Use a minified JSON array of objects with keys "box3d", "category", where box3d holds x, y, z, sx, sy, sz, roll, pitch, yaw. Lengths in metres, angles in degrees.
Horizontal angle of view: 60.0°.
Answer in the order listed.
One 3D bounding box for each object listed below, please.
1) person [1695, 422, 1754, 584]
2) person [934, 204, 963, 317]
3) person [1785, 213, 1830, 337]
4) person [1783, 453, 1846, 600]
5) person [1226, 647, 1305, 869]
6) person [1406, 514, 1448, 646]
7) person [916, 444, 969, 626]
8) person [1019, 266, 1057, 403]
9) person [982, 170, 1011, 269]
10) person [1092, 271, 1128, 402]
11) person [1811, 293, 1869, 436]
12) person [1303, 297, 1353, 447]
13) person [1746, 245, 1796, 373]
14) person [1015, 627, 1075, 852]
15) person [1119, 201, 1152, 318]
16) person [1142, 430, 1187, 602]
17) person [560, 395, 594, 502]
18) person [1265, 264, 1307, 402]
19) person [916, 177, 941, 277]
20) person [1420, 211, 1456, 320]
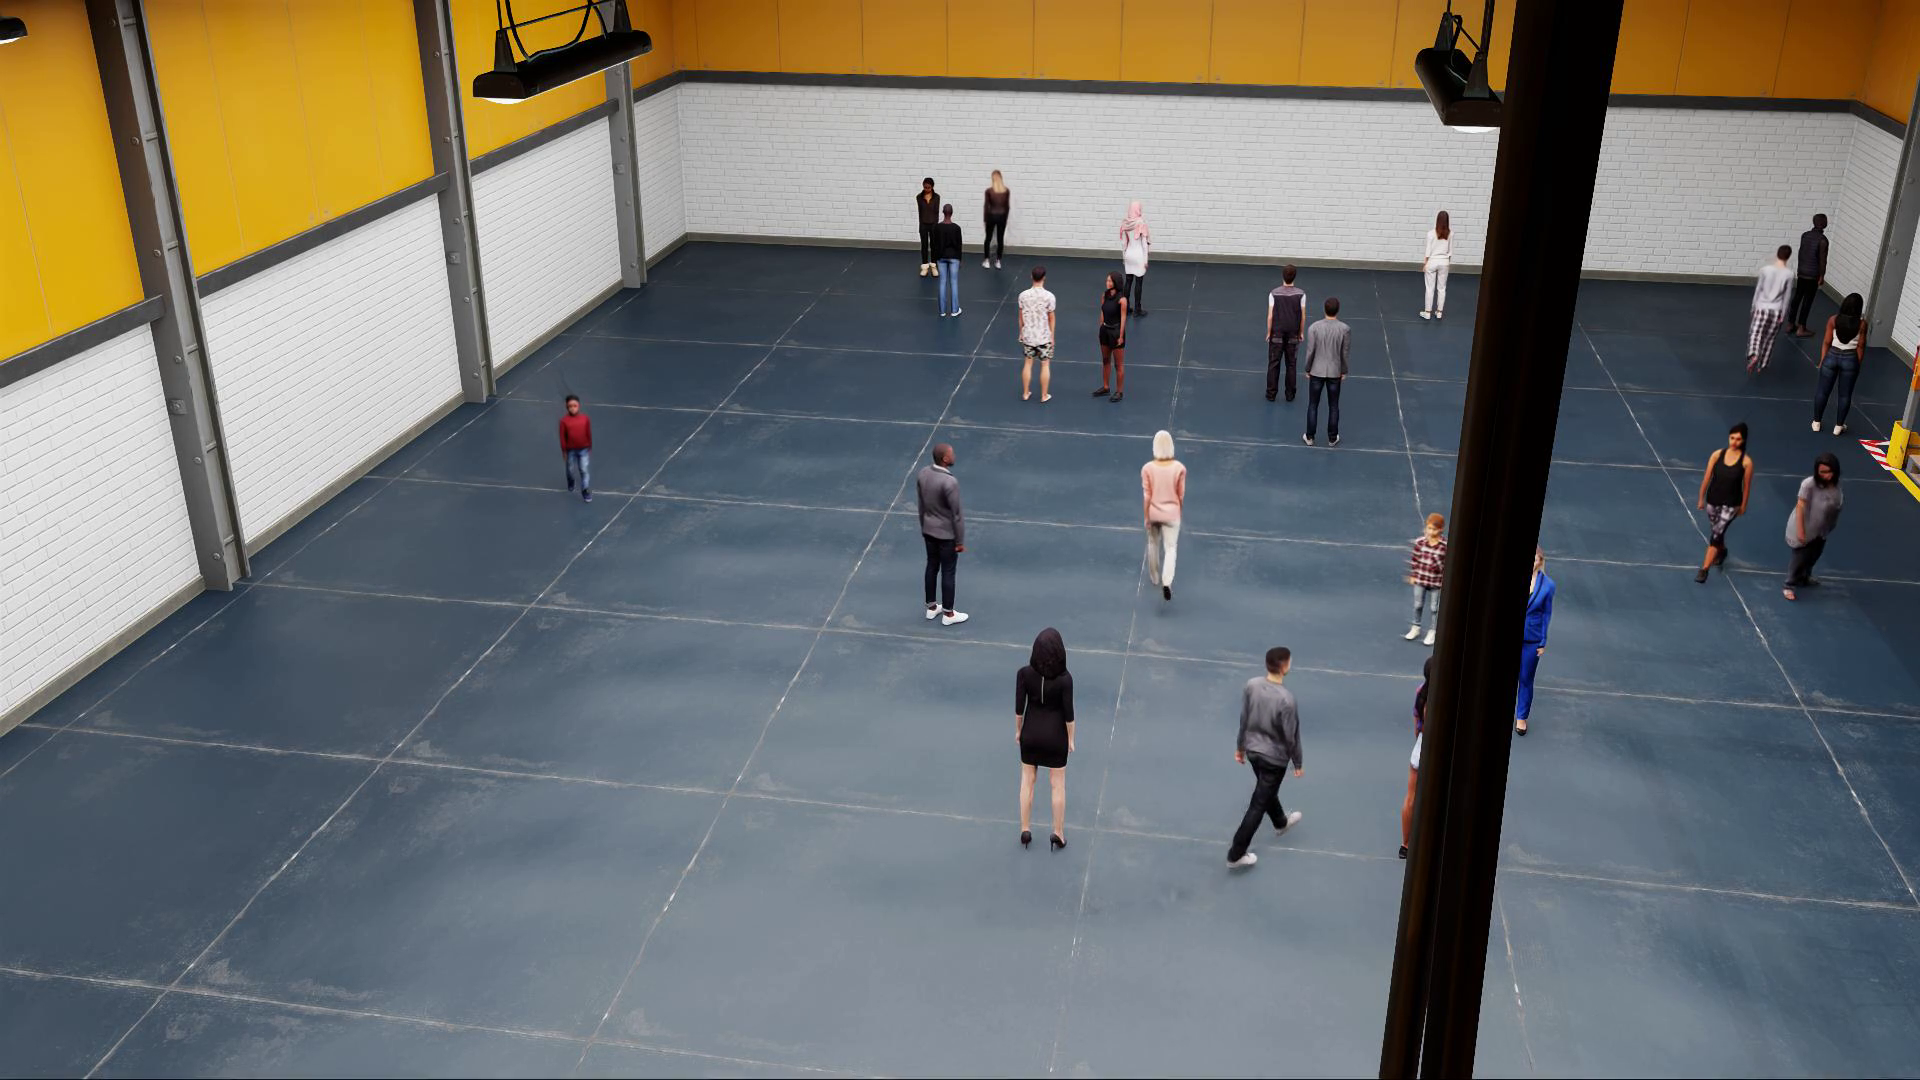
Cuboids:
[{"box3d":[7.846,-0.407,17.041,0.986,1.618,1.181,20,30,38],"category":"person"},{"box3d":[-0.184,-4.376,25.956,0.587,1.749,0.522,4,24,8],"category":"person"},{"box3d":[12.754,-3.995,24.978,0.833,1.835,0.670,-6,24,-13],"category":"person"},{"box3d":[8.485,-0.178,16.562,0.921,1.581,0.935,-17,29,-34],"category":"person"},{"box3d":[2.213,1.636,12.245,1.204,1.715,1.099,-18,29,-35],"category":"person"},{"box3d":[4.445,0.352,15.694,0.586,1.305,0.598,14,27,28],"category":"person"},{"box3d":[-0.191,-0.062,16.007,0.814,1.813,0.796,-21,31,-39],"category":"person"},{"box3d":[1.034,-2.740,22.135,0.699,1.812,0.628,9,25,20],"category":"person"},{"box3d":[0.646,-5.501,28.591,0.708,1.699,0.696,-5,24,-11],"category":"person"},{"box3d":[2.037,-2.725,22.191,0.710,1.740,0.668,-18,29,-36],"category":"person"},{"box3d":[11.109,-2.230,20.972,0.738,1.809,0.750,17,29,33],"category":"person"},{"box3d":[4.528,-2.079,20.545,0.665,1.874,0.575,4,24,9],"category":"person"},{"box3d":[11.225,-3.165,23.094,0.801,1.823,0.988,13,27,27],"category":"person"},{"box3d":[0.622,1.502,12.443,0.624,1.802,0.532,7,24,15],"category":"person"},{"box3d":[2.726,-4.387,25.912,0.737,1.804,0.763,19,30,37],"category":"person"},{"box3d":[2.030,-0.227,16.525,0.625,1.701,1.030,2,24,5],"category":"person"},{"box3d":[-4.393,-1.075,19.032,0.679,1.246,0.777,-9,25,-20],"category":"person"},{"box3d":[4.326,-2.754,22.121,0.665,1.849,0.588,2,24,5],"category":"person"},{"box3d":[-0.529,-5.352,28.299,0.618,1.661,0.670,1,24,1],"category":"person"},{"box3d":[7.415,-4.276,25.803,0.654,1.688,0.629,-2,24,-5],"category":"person"}]
